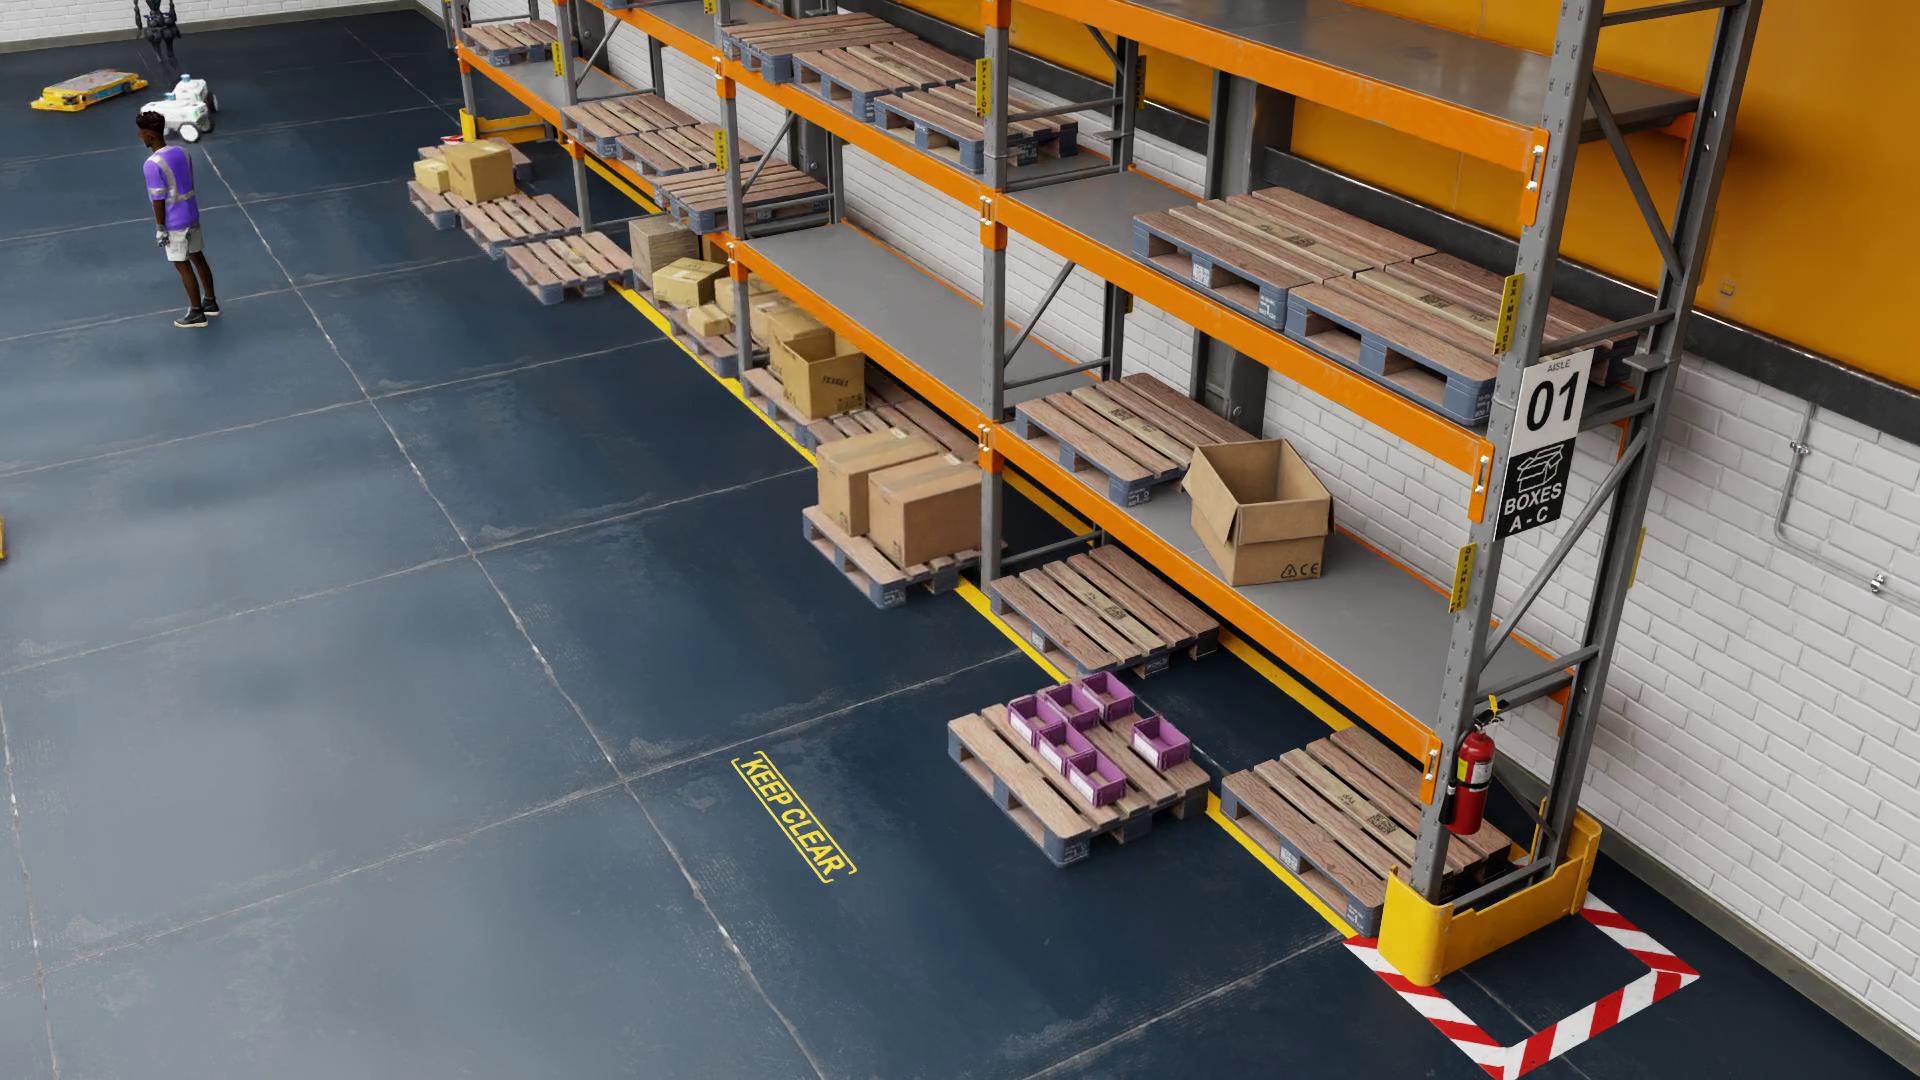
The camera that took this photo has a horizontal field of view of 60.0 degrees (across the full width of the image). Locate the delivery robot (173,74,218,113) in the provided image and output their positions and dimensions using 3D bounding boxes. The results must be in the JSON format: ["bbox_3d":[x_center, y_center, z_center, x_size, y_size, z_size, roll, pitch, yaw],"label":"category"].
[{"bbox_3d":[-9.874,-5.671,21.341,0.499,0.581,0.774,-7,30,-12],"label":"delivery robot"}]

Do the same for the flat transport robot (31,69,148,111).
[{"bbox_3d":[-11.643,-6.016,22.253,0.659,0.231,1.431,8,30,13],"label":"flat transport robot"}]

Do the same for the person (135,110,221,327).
[{"bbox_3d":[-7.080,-2.899,15.049,0.366,1.949,0.603,2,30,4],"label":"person"}]

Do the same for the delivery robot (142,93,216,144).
[{"bbox_3d":[-9.672,-5.229,20.549,0.756,0.571,0.499,1,30,1],"label":"delivery robot"}]

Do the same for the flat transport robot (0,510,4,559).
[{"bbox_3d":[-7.430,0.079,11.492,1.431,0.231,0.659,-14,32,-23],"label":"flat transport robot"}]

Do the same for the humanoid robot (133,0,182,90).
[{"bbox_3d":[-10.819,-6.920,22.419,0.340,1.656,0.585,23,37,35],"label":"humanoid robot"}]
